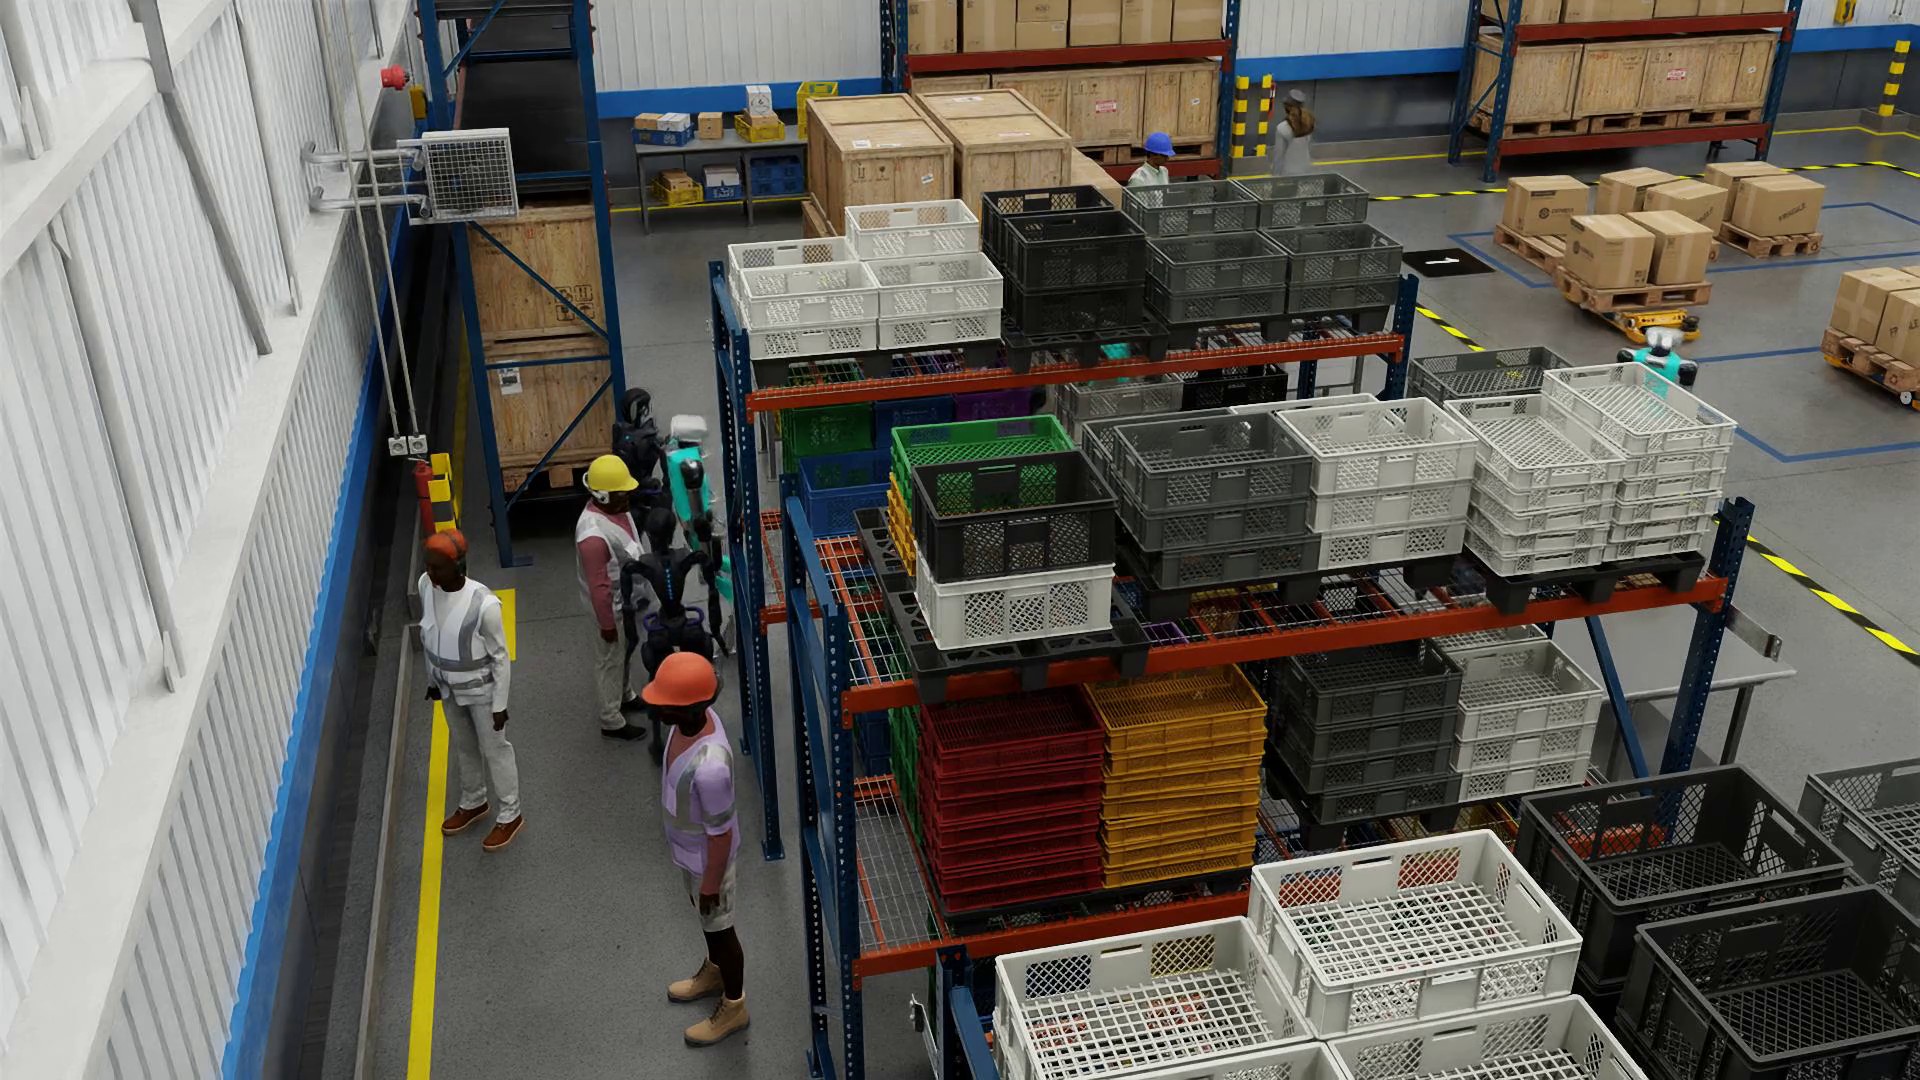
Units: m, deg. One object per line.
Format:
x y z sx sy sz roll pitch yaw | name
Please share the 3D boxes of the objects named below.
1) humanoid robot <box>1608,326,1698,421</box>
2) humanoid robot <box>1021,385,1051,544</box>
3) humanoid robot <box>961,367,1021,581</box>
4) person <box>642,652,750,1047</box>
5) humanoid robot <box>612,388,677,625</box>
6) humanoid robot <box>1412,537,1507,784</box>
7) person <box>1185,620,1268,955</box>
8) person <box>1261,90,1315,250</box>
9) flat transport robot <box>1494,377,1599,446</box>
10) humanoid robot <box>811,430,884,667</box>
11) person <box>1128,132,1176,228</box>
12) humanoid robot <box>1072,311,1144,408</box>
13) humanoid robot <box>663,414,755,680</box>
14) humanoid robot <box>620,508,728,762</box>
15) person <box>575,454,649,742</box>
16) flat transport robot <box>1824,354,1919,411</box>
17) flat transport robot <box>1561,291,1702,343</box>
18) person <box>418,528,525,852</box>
4.887 -0.787 11.820 0.533 1.677 0.735 16 32 28 | humanoid robot
0.468 -0.306 11.119 0.596 1.640 0.483 10 29 19 | humanoid robot
0.072 -0.477 11.338 0.540 1.769 0.661 -21 34 -34 | humanoid robot
-1.183 1.385 7.514 0.365 2.048 0.606 -10 30 -19 | person
-2.075 -0.212 10.931 0.585 1.656 0.338 19 33 32 | humanoid robot
2.848 0.593 9.455 0.612 1.656 0.547 4 28 7 | humanoid robot
1.288 1.204 8.072 0.429 1.846 0.629 22 35 36 | person
3.553 -4.015 18.069 0.576 1.760 0.538 -16 32 -27 | person
4.780 -1.036 14.013 0.659 0.231 1.431 -6 28 -12 | flat transport robot
-0.639 0.154 10.217 0.717 1.829 0.535 -9 29 -16 | humanoid robot
1.794 -2.902 15.767 0.411 1.939 0.606 18 33 31 | person
0.960 -0.729 11.913 0.543 1.817 0.815 12 30 22 | humanoid robot
-1.461 0.026 10.417 0.669 1.795 0.541 -11 30 -19 | humanoid robot
-1.626 0.555 9.471 0.593 1.648 0.338 -7 29 -14 | humanoid robot
-2.016 0.330 9.759 0.405 1.823 0.587 1 28 1 | person
8.473 -1.467 14.800 0.652 0.197 1.431 -6 28 -12 | flat transport robot
6.598 -2.295 16.371 0.652 0.197 1.431 -6 28 -11 | flat transport robot
-2.614 0.789 8.817 0.571 1.884 0.356 16 32 27 | person
